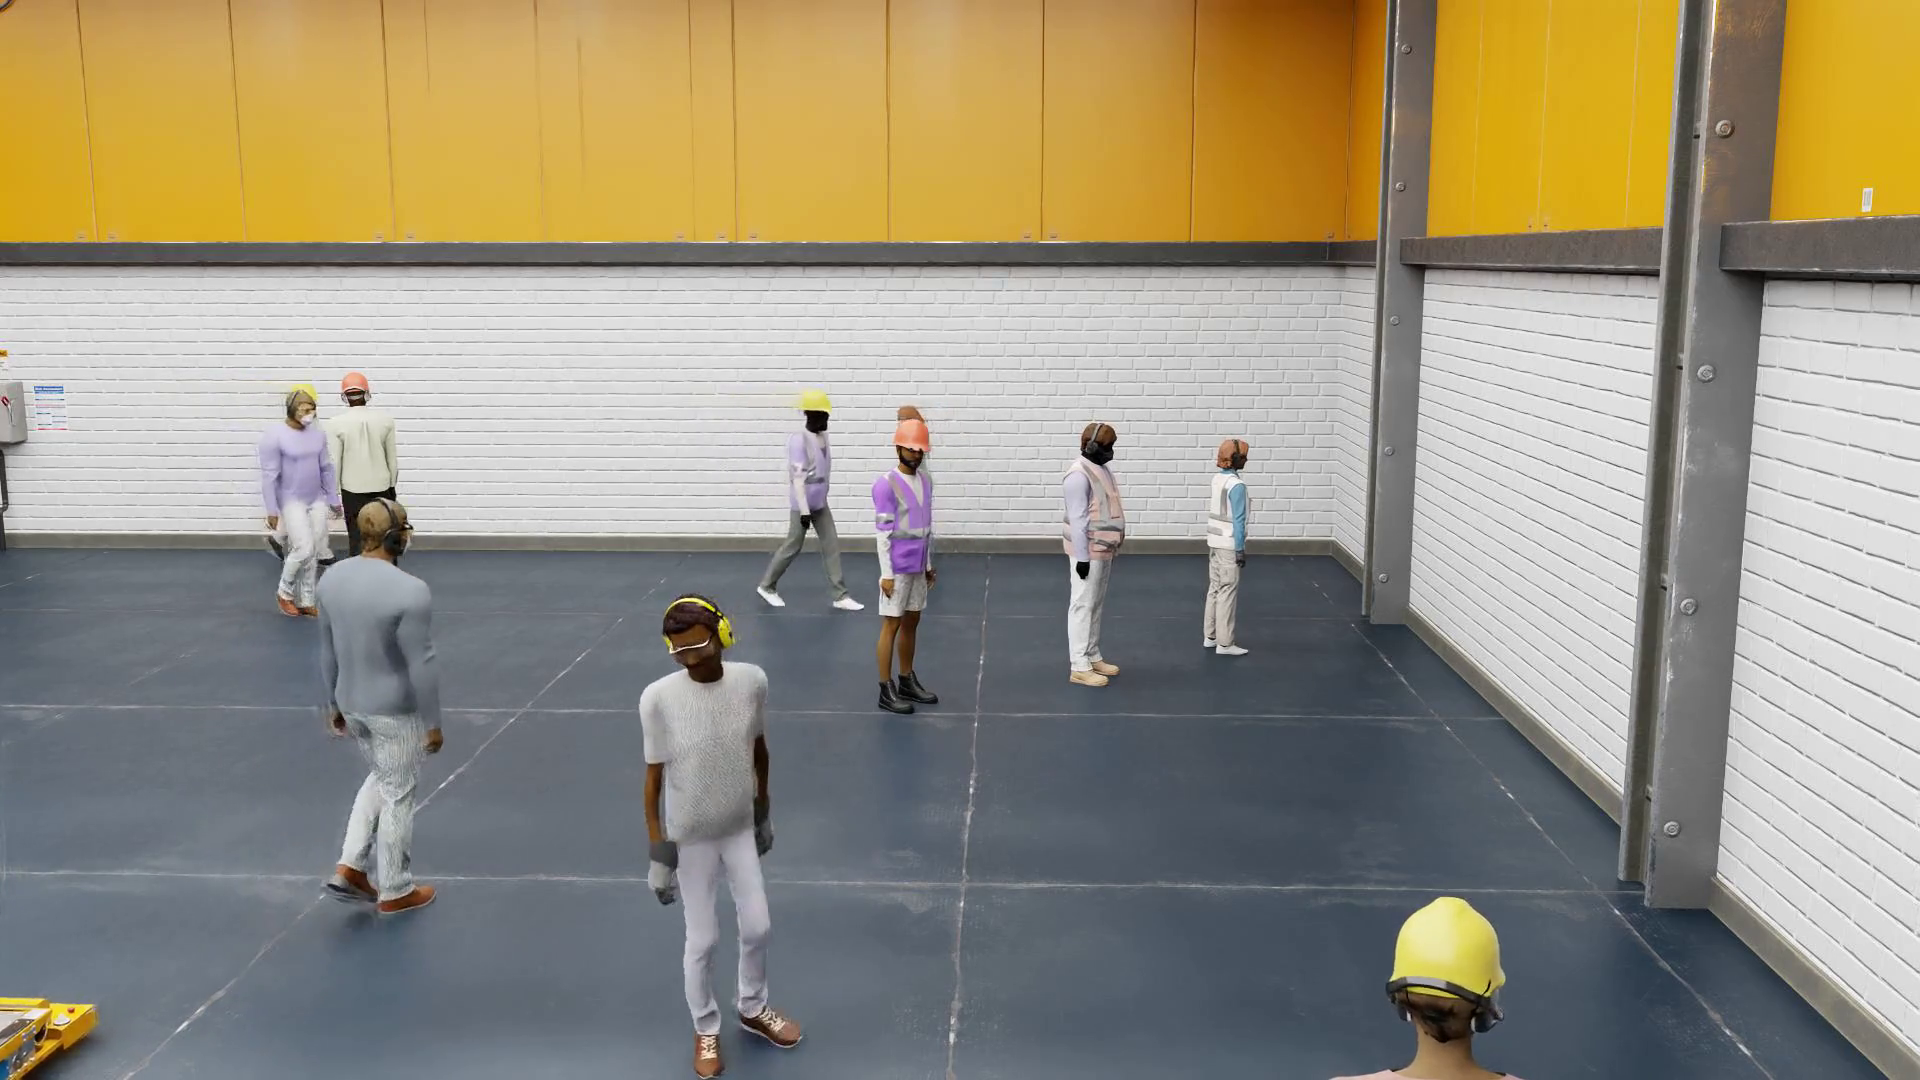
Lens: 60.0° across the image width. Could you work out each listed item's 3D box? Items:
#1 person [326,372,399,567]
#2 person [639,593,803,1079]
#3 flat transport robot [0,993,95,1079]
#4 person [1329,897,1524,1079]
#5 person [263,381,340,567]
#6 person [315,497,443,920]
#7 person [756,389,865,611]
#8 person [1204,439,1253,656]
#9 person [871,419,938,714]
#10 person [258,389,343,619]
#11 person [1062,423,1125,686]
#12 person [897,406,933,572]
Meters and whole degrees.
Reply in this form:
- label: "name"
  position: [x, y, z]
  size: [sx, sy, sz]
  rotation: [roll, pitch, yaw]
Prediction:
- label: "person"
  position: [-5.205, -0.464, 14.502]
  size: [0.612, 1.990, 0.392]
  rotation: [-8, 12, -38]
- label: "person"
  position: [-0.892, 1.065, 6.018]
  size: [0.564, 1.829, 0.456]
  rotation: [-6, 11, -31]
- label: "flat transport robot"
  position: [-3.696, 1.894, 5.726]
  size: [0.652, 0.197, 1.431]
  rotation: [0, 10, 2]
- label: "person"
  position: [0.928, 1.566, 3.280]
  size: [0.527, 1.765, 0.328]
  rotation: [1, 10, 3]
- label: "person"
  position: [-6.359, -0.630, 16.011]
  size: [0.789, 1.813, 0.589]
  rotation: [0, 10, -1]
- label: "person"
  position: [-2.580, 0.762, 7.498]
  size: [0.654, 1.926, 0.440]
  rotation: [5, 11, 28]
- label: "person"
  position: [-1.312, -0.341, 14.101]
  size: [0.968, 1.888, 0.613]
  rotation: [4, 11, 23]
- label: "person"
  position: [2.018, 0.054, 12.532]
  size: [0.315, 1.629, 0.508]
  rotation: [-2, 10, -9]
- label: "person"
  position: [-0.339, 0.165, 10.988]
  size: [0.376, 1.934, 0.546]
  rotation: [7, 12, 35]
- label: "person"
  position: [-5.403, -0.280, 13.669]
  size: [0.430, 1.913, 0.629]
  rotation: [4, 11, 23]
- label: "person"
  position: [0.947, 0.090, 11.714]
  size: [0.429, 1.838, 0.621]
  rotation: [4, 10, 21]
- label: "person"
  position: [-0.475, -0.441, 15.484]
  size: [0.507, 1.612, 0.498]
  rotation: [-2, 10, -11]
